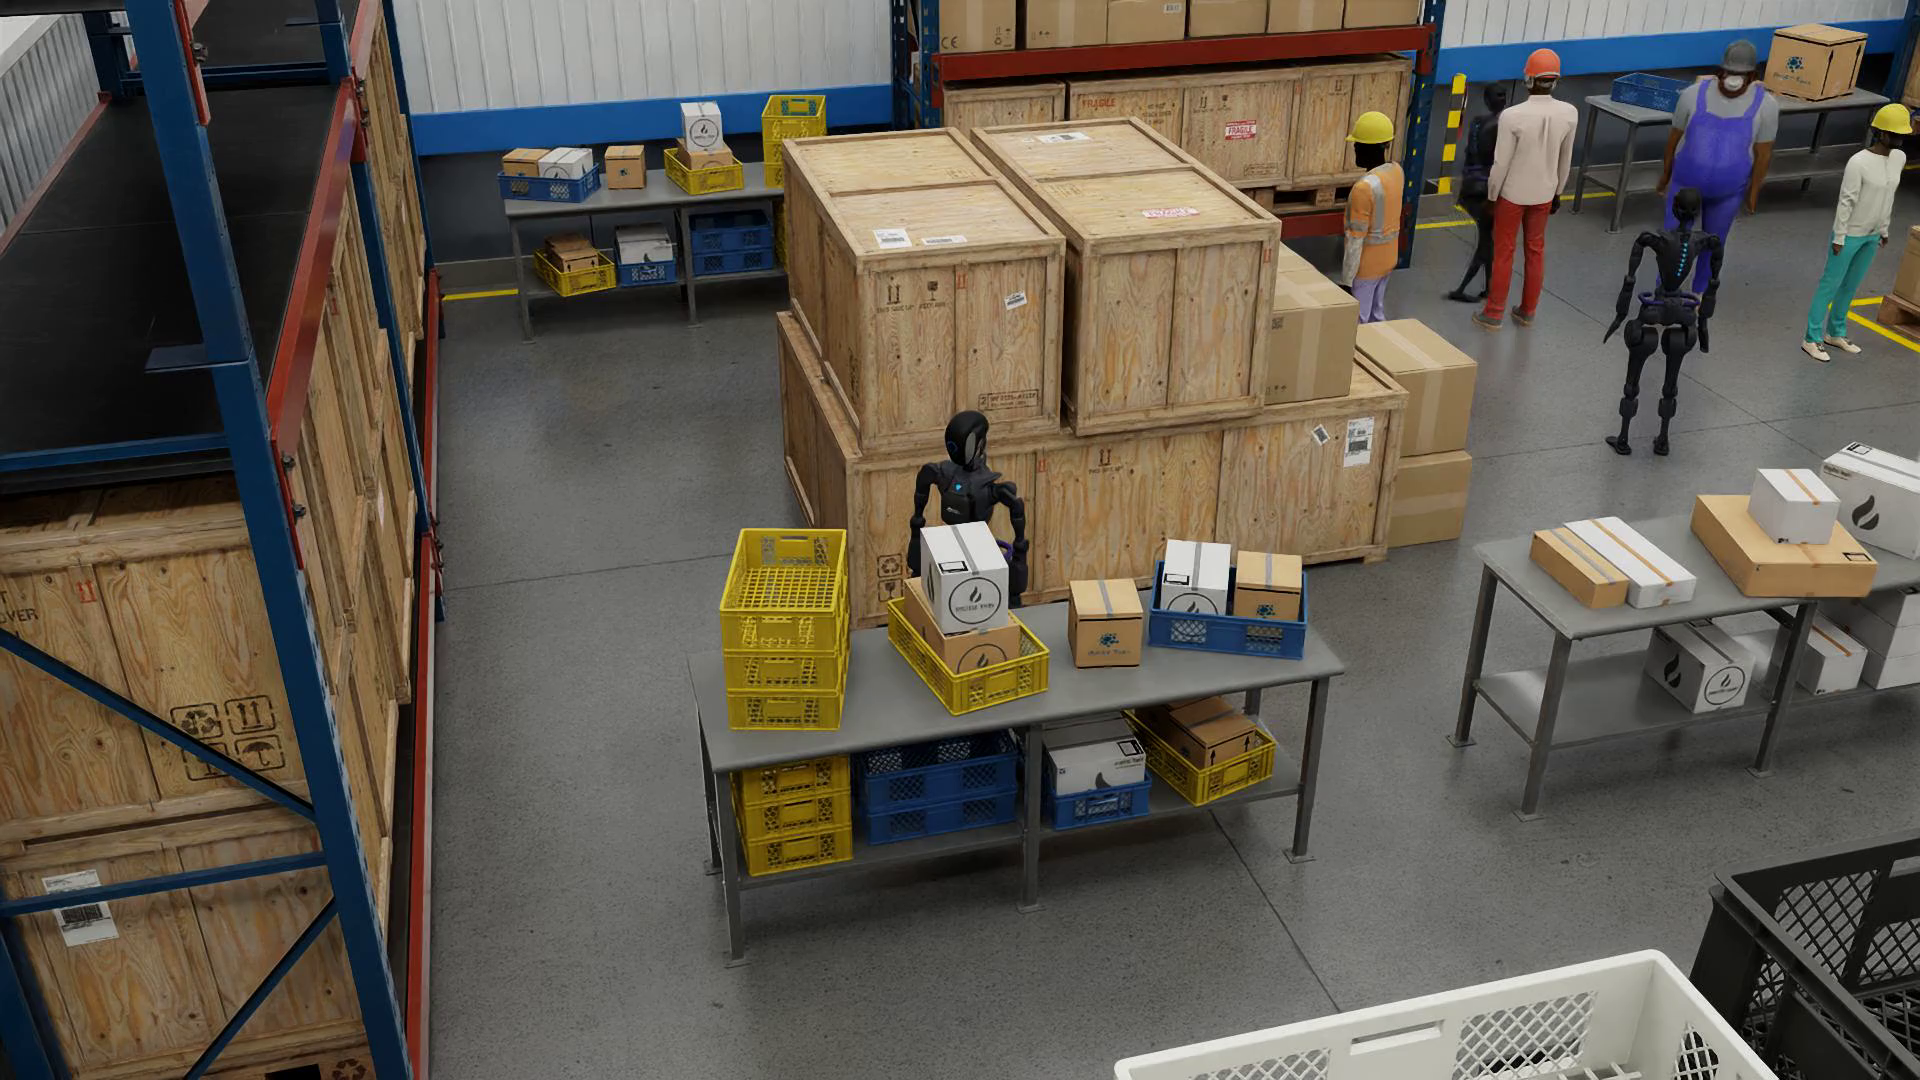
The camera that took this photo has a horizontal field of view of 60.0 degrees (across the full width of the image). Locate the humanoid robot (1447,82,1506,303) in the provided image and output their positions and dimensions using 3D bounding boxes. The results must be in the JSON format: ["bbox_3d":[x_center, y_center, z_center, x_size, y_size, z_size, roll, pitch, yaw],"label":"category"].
[{"bbox_3d":[3.970,-2.535,12.287,0.523,1.630,0.713,-3,29,-5],"label":"humanoid robot"}]

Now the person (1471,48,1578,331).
[{"bbox_3d":[4.002,-2.468,11.809,0.621,1.991,0.394,-7,30,-12],"label":"person"}]

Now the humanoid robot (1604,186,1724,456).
[{"bbox_3d":[4.236,-1.316,10.033,0.609,1.656,0.315,3,29,5],"label":"humanoid robot"}]

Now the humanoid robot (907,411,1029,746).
[{"bbox_3d":[0.039,0.200,7.279,0.611,1.657,0.315,14,32,24],"label":"humanoid robot"}]

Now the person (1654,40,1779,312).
[{"bbox_3d":[5.406,-2.579,11.964,0.705,2.000,0.764,13,31,22],"label":"person"}]

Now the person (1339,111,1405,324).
[{"bbox_3d":[2.573,-1.770,10.627,0.405,1.918,0.582,19,34,30],"label":"person"}]

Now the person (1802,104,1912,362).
[{"bbox_3d":[6.165,-2.100,11.375,0.525,1.768,0.312,-14,32,-23],"label":"person"}]
